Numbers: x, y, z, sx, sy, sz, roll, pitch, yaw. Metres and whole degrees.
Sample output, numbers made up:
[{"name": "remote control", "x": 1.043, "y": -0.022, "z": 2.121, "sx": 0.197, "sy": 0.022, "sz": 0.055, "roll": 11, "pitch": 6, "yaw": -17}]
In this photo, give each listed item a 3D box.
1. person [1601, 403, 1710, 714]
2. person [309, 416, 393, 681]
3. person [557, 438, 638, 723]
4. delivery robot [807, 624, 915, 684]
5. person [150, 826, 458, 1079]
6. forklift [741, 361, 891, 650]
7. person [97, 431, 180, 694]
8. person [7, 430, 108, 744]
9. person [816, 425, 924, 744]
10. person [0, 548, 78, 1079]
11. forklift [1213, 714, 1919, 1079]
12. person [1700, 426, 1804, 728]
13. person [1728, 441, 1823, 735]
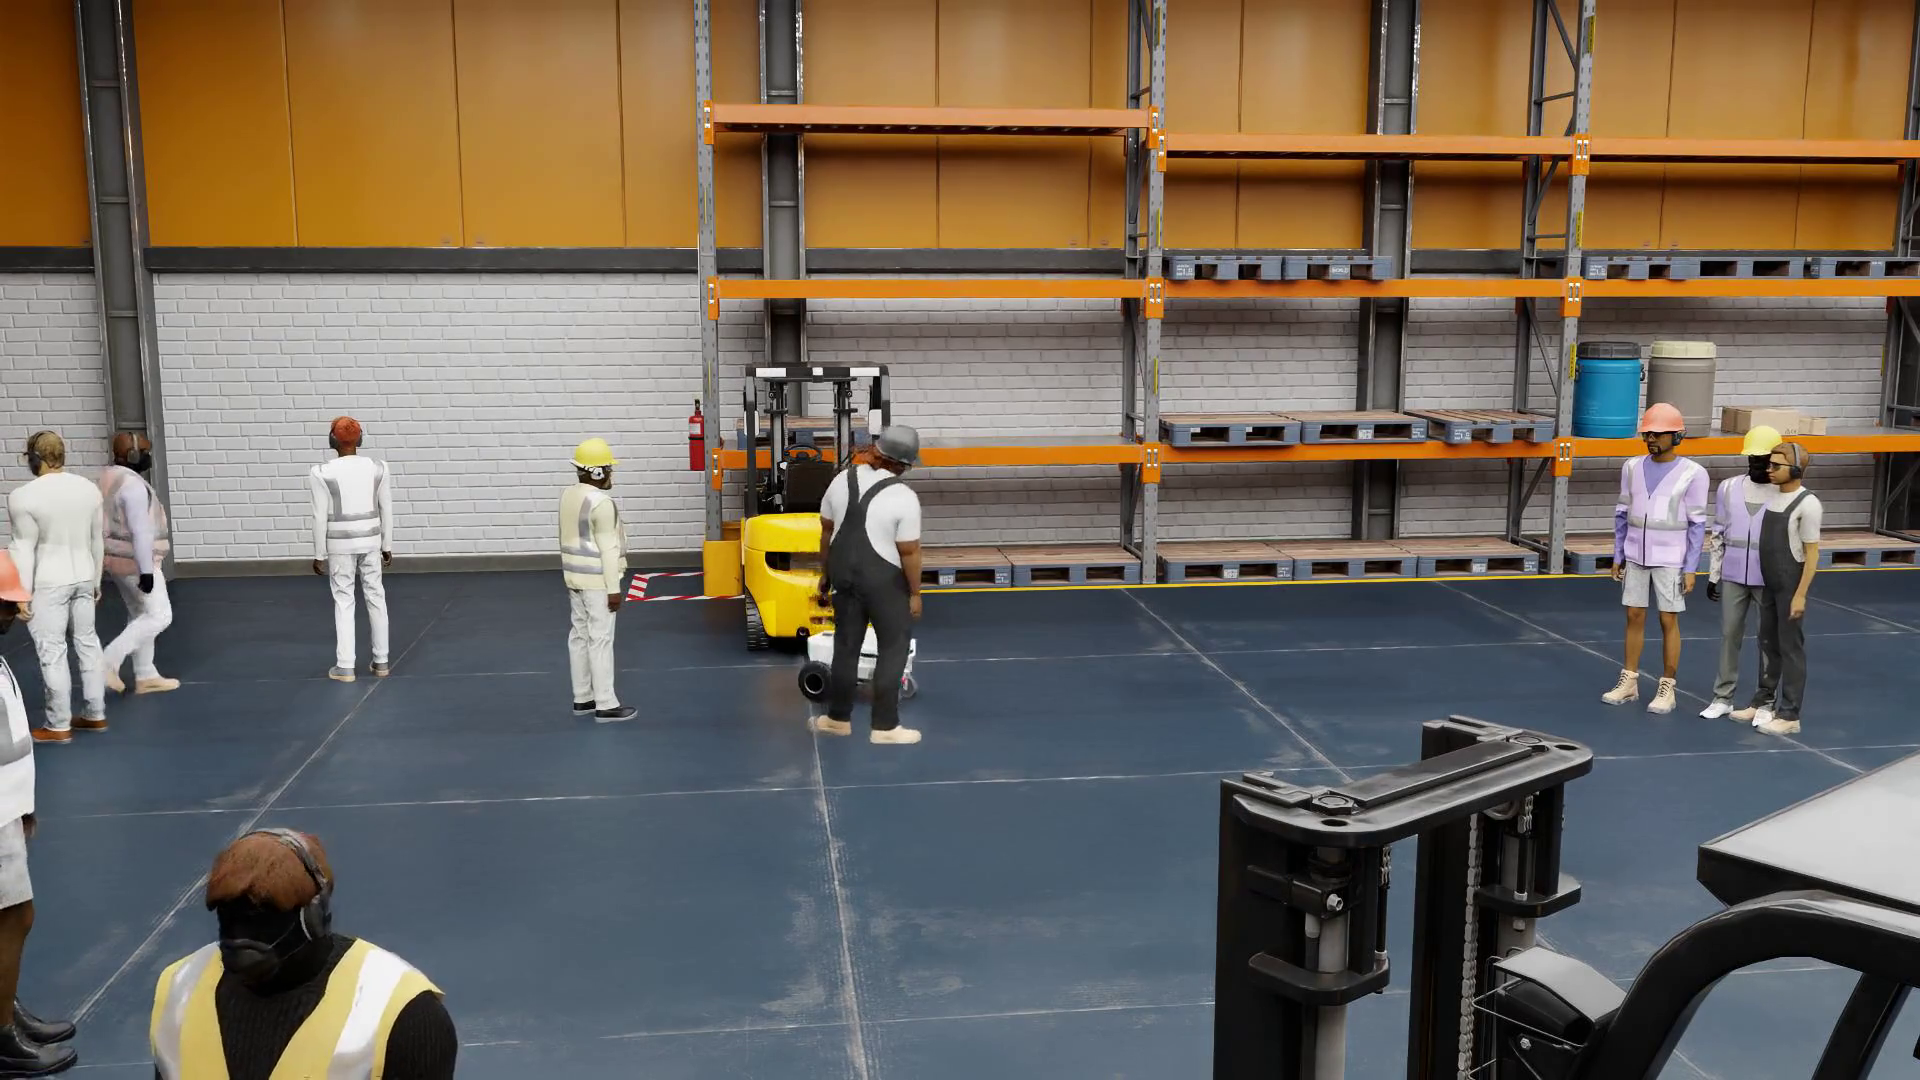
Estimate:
[{"name": "person", "x": 4.580, "y": 0.119, "z": 10.970, "sx": 0.375, "sy": 2.044, "sz": 0.605, "roll": -7, "pitch": 12, "yaw": -39}, {"name": "person", "x": -4.315, "y": 0.061, "z": 11.826, "sx": 0.576, "sy": 1.884, "sz": 0.354, "roll": -8, "pitch": 12, "yaw": -40}, {"name": "person", "x": -2.359, "y": 0.256, "z": 10.767, "sx": 0.404, "sy": 1.834, "sz": 0.592, "roll": -8, "pitch": 12, "yaw": -40}, {"name": "delivery robot", "x": -0.666, "y": 0.766, "z": 11.274, "sx": 0.707, "sy": 0.478, "sz": 0.477, "roll": 4, "pitch": 10, "yaw": 24}, {"name": "person", "x": -1.304, "y": 1.455, "z": 3.289, "sx": 0.644, "sy": 1.839, "sz": 0.439, "roll": 1, "pitch": 9, "yaw": 7}, {"name": "forklift", "x": -1.154, "y": -0.340, "z": 13.365, "sx": 1.214, "sy": 2.155, "sz": 2.313, "roll": -1, "pitch": 9, "yaw": -7}, {"name": "person", "x": -5.670, "y": 0.175, "z": 11.320, "sx": 0.542, "sy": 1.822, "sz": 0.639, "roll": -8, "pitch": 12, "yaw": -41}, {"name": "person", "x": -5.558, "y": 0.291, "z": 10.274, "sx": 0.368, "sy": 1.933, "sz": 0.631, "roll": 3, "pitch": 10, "yaw": 20}, {"name": "person", "x": -0.561, "y": 0.223, "z": 10.329, "sx": 0.828, "sy": 2.000, "sz": 0.534, "roll": 6, "pitch": 11, "yaw": 33}, {"name": "person", "x": -3.478, "y": 0.973, "z": 6.026, "sx": 0.382, "sy": 1.928, "sz": 0.546, "roll": -4, "pitch": 10, "yaw": -22}, {"name": "forklift", "x": 1.441, "y": 1.425, "z": 2.350, "sx": 1.214, "sy": 2.155, "sz": 2.313, "roll": -7, "pitch": 12, "yaw": -39}, {"name": "person", "x": 5.078, "y": 0.230, "z": 10.635, "sx": 0.586, "sy": 1.928, "sz": 0.365, "roll": 9, "pitch": 13, "yaw": 43}, {"name": "person", "x": 5.162, "y": 0.299, "z": 10.459, "sx": 0.344, "sy": 1.847, "sz": 0.506, "roll": -1, "pitch": 9, "yaw": -7}]
